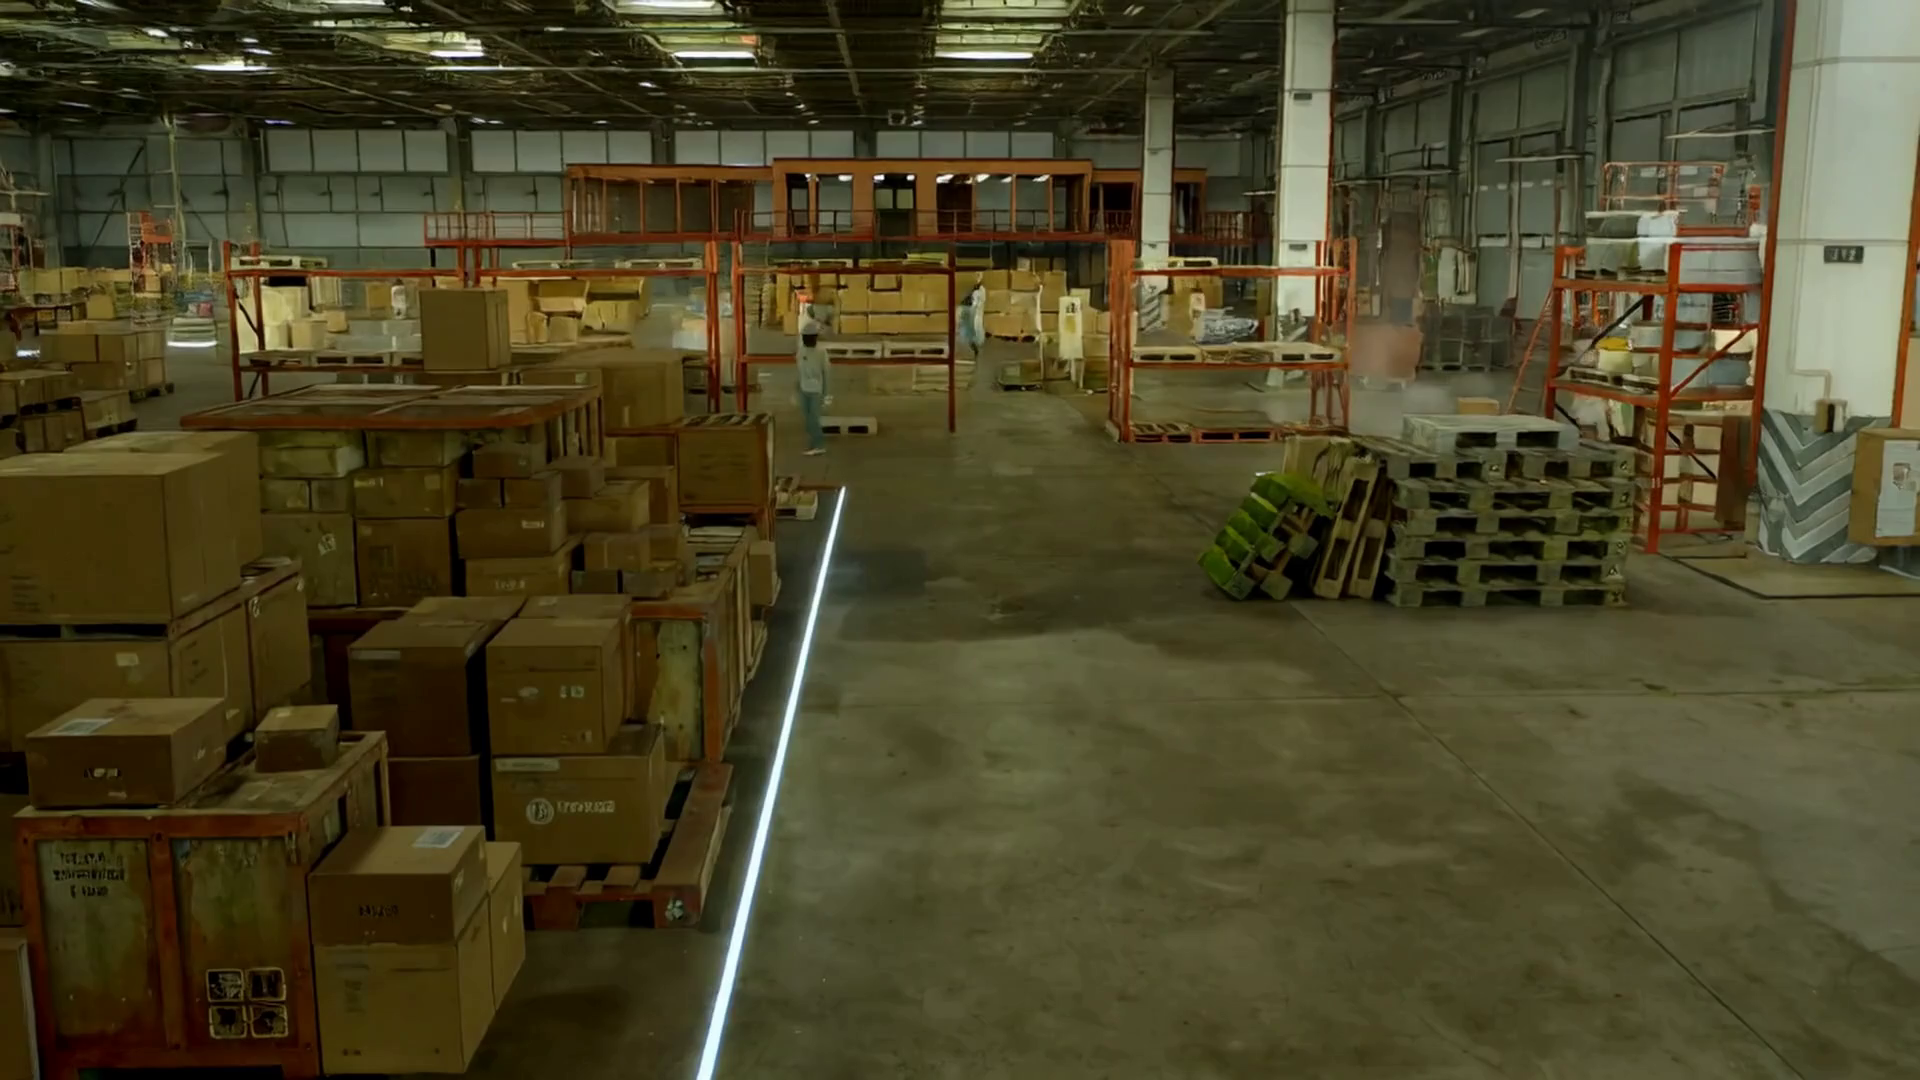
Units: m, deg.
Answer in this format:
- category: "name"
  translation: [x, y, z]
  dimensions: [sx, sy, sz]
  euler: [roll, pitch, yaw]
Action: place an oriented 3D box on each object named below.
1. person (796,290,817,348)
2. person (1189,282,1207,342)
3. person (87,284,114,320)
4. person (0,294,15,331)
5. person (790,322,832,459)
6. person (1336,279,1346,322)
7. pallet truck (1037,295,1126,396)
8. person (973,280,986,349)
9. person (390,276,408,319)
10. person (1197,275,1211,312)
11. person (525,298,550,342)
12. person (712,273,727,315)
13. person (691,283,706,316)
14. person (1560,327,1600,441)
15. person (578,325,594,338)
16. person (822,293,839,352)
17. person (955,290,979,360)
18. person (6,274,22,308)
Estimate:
- category: "person"
  translation: [-3.812, -5.296, 41.369]
  dimensions: [0.516, 1.842, 0.328]
  euler: [1, 10, 5]
- category: "person"
  translation: [6.518, -6.110, 45.659]
  dimensions: [0.632, 1.928, 0.468]
  euler: [-10, 14, -44]
- category: "person"
  translation: [-21.347, -5.365, 41.336]
  dimensions: [0.608, 1.995, 0.377]
  euler: [-6, 12, -29]
- category: "person"
  translation: [-21.439, -4.587, 37.352]
  dimensions: [0.526, 1.871, 0.324]
  euler: [1, 10, 3]
- category: "person"
  translation: [-2.150, -2.089, 23.316]
  dimensions: [0.701, 1.902, 0.610]
  euler: [-9, 14, -41]
- category: "person"
  translation: [12.020, -7.343, 52.781]
  dimensions: [0.627, 1.844, 0.429]
  euler: [-7, 13, -36]
- category: "pallet truck"
  translation: [2.483, -3.881, 33.060]
  dimensions: [1.885, 1.965, 0.823]
  euler: [-7, 13, -36]
- category: "person"
  translation: [0.541, -6.421, 47.374]
  dimensions: [0.356, 1.937, 0.638]
  euler: [4, 11, 23]
- category: "person"
  translation: [-18.088, -7.541, 53.618]
  dimensions: [0.545, 1.938, 0.359]
  euler: [-8, 13, -39]
- category: "person"
  translation: [10.476, -10.763, 71.440]
  dimensions: [0.612, 1.986, 0.408]
  euler: [4, 11, 19]
- category: "person"
  translation: [-8.769, -4.090, 34.583]
  dimensions: [0.511, 1.872, 0.329]
  euler: [-2, 10, -10]
- category: "person"
  translation: [-9.264, -9.384, 64.150]
  dimensions: [0.575, 1.851, 0.892]
  euler: [0, 10, 2]
- category: "person"
  translation: [-7.257, -6.255, 46.610]
  dimensions: [0.935, 1.879, 0.561]
  euler: [1, 10, 5]
- category: "person"
  translation: [8.266, -1.896, 22.289]
  dimensions: [0.567, 1.894, 0.958]
  euler: [-5, 11, -24]
- category: "person"
  translation: [-5.045, -1.943, 22.482]
  dimensions: [0.593, 1.920, 0.391]
  euler: [9, 14, 41]
- category: "person"
  translation: [-3.309, -5.378, 42.159]
  dimensions: [0.490, 1.729, 0.550]
  euler: [9, 14, 41]
- category: "person"
  translation: [0.117, -5.518, 42.711]
  dimensions: [0.792, 1.816, 0.640]
  euler: [-7, 13, -36]
- category: "person"
  translation: [-40.728, -10.748, 71.659]
  dimensions: [0.644, 1.881, 0.704]
  euler: [5, 11, 25]
